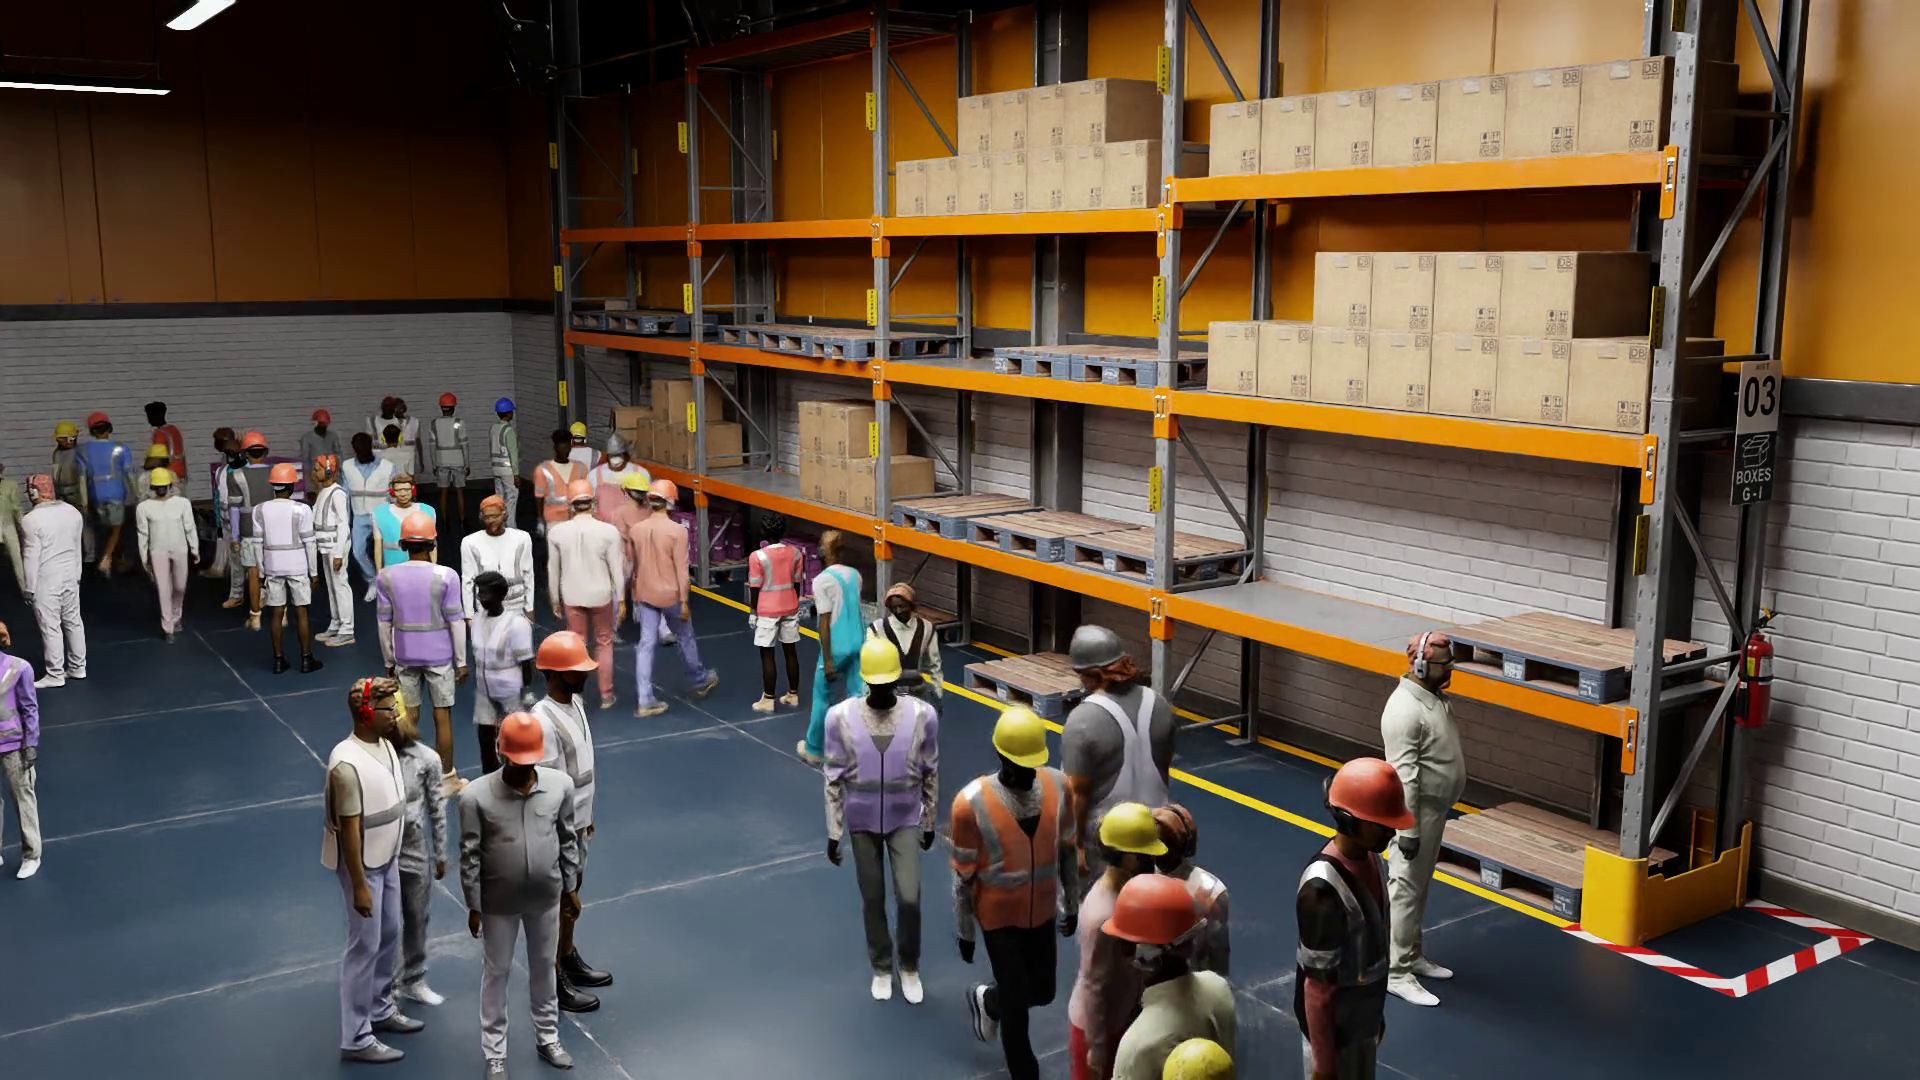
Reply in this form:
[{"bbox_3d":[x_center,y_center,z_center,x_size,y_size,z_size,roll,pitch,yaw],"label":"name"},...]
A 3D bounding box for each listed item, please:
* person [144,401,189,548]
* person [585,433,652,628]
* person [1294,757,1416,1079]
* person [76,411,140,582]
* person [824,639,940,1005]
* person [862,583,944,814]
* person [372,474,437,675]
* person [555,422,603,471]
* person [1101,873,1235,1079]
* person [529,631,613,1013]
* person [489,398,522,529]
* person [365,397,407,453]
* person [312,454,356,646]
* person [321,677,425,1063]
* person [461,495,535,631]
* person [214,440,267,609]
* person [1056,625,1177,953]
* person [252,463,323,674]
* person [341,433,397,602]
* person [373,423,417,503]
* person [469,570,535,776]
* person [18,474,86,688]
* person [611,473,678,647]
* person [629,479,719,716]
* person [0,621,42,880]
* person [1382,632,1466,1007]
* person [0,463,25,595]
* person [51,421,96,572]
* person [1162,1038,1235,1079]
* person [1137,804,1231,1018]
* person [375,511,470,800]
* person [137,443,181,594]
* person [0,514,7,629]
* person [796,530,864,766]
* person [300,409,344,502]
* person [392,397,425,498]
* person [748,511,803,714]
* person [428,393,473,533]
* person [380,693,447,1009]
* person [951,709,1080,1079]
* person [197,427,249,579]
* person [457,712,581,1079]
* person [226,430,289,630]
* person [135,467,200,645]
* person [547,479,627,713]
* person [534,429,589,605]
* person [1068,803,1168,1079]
[{"bbox_3d":[-10.301,-0.845,21.690,0.393,1.946,0.766,-1,10,-3],"label":"person"},{"bbox_3d":[-3.503,-0.103,17.021,0.693,2.000,0.536,0,10,-2],"label":"person"},{"bbox_3d":[1.436,1.767,6.103,0.409,2.028,0.616,6,11,29],"label":"person"},{"bbox_3d":[-10.055,-0.522,19.620,0.640,2.005,0.986,-1,10,-5],"label":"person"},{"bbox_3d":[-0.394,1.429,8.426,0.590,1.907,0.523,0,10,-2],"label":"person"},{"bbox_3d":[-0.399,1.082,11.270,0.587,1.629,0.369,-3,10,-15],"label":"person"},{"bbox_3d":[-5.063,0.299,15.234,0.564,1.846,0.392,-5,11,-26],"label":"person"},{"bbox_3d":[-4.562,-0.506,19.998,0.600,1.829,0.404,-3,10,-16],"label":"person"},{"bbox_3d":[0.538,1.966,5.129,0.978,1.946,0.633,5,11,29],"label":"person"},{"bbox_3d":[-1.986,1.410,8.447,0.360,1.938,0.546,0,10,3],"label":"person"},{"bbox_3d":[-5.987,-0.902,21.973,0.376,1.950,0.613,-9,13,-42],"label":"person"},{"bbox_3d":[-8.088,-1.102,23.477,0.601,1.833,0.866,-5,11,-27],"label":"person"},{"bbox_3d":[-6.160,0.097,16.315,0.355,1.883,0.574,-7,12,-35],"label":"person"},{"bbox_3d":[-2.827,1.550,7.936,0.382,1.836,0.570,0,10,0],"label":"person"},{"bbox_3d":[-3.785,0.556,13.669,0.579,1.875,0.381,-3,10,-18],"label":"person"},{"bbox_3d":[-7.760,-0.164,17.966,0.634,1.841,0.429,2,10,11],"label":"person"},{"bbox_3d":[0.758,1.387,8.278,0.728,2.000,0.538,-6,11,-31],"label":"person"},{"bbox_3d":[-6.134,0.261,15.190,0.552,1.935,0.368,0,10,-2],"label":"person"},{"bbox_3d":[-6.444,-0.248,18.296,0.727,1.893,0.475,-1,10,-6],"label":"person"},{"bbox_3d":[-6.633,-0.437,19.529,0.506,1.861,0.328,-3,10,-17],"label":"person"},{"bbox_3d":[-3.139,1.011,11.551,0.552,1.674,0.719,5,11,28],"label":"person"},{"bbox_3d":[-8.055,0.359,14.722,0.409,1.903,0.639,2,10,12],"label":"person"},{"bbox_3d":[-3.155,0.197,16.218,0.916,1.720,0.535,7,12,37],"label":"person"},{"bbox_3d":[-2.450,0.457,14.032,0.628,1.932,1.031,4,11,24],"label":"person"},{"bbox_3d":[-5.879,1.265,10.170,0.514,1.640,0.310,0,10,3],"label":"person"},{"bbox_3d":[2.384,1.406,8.559,0.408,1.908,0.641,5,11,27],"label":"person"},{"bbox_3d":[-10.665,-0.133,18.466,0.555,1.607,0.471,-6,12,-33],"label":"person"},{"bbox_3d":[-10.731,-0.527,20.132,0.592,1.829,0.404,3,10,18],"label":"person"},{"bbox_3d":[0.628,2.179,4.498,0.483,1.745,0.301,4,10,22],"label":"person"},{"bbox_3d":[0.837,1.853,6.717,0.515,1.640,0.315,6,11,31],"label":"person"},{"bbox_3d":[-3.741,0.811,11.639,0.615,2.047,0.360,1,10,4],"label":"person"},{"bbox_3d":[-9.077,-0.252,18.860,0.745,1.716,0.499,6,11,32],"label":"person"},{"bbox_3d":[-9.966,0.013,16.808,0.356,1.882,0.574,7,12,36],"label":"person"},{"bbox_3d":[-0.908,0.830,12.260,0.954,1.789,0.532,9,13,44],"label":"person"},{"bbox_3d":[-8.880,-0.973,23.124,0.877,1.706,0.556,6,11,31],"label":"person"},{"bbox_3d":[-7.935,-1.121,23.630,0.605,1.823,0.435,-5,11,-25],"label":"person"},{"bbox_3d":[-1.540,0.601,13.922,0.537,1.694,0.320,-9,13,-43],"label":"person"},{"bbox_3d":[-7.030,-1.063,22.957,0.543,1.939,0.360,0,10,1],"label":"person"},{"bbox_3d":[-2.805,1.549,8.263,0.491,1.720,0.490,-3,10,-15],"label":"person"},{"bbox_3d":[0.209,1.611,7.393,0.635,1.887,0.733,-5,11,-27],"label":"person"},{"bbox_3d":[-8.608,-0.414,19.526,0.858,1.803,0.650,-6,11,-30],"label":"person"},{"bbox_3d":[-2.018,1.635,7.688,0.562,1.742,0.344,-6,11,-32],"label":"person"},{"bbox_3d":[-7.160,-0.100,17.005,0.610,2.041,0.387,-8,12,-39],"label":"person"},{"bbox_3d":[-7.899,0.134,16.590,0.527,1.751,0.791,-7,12,-36],"label":"person"},{"bbox_3d":[-3.110,0.482,13.815,0.646,1.968,0.744,0,10,0],"label":"person"},{"bbox_3d":[-4.281,-0.235,18.042,0.616,1.951,0.415,-7,12,-34],"label":"person"},{"bbox_3d":[0.598,1.851,6.419,0.422,1.748,0.537,4,10,21],"label":"person"}]
